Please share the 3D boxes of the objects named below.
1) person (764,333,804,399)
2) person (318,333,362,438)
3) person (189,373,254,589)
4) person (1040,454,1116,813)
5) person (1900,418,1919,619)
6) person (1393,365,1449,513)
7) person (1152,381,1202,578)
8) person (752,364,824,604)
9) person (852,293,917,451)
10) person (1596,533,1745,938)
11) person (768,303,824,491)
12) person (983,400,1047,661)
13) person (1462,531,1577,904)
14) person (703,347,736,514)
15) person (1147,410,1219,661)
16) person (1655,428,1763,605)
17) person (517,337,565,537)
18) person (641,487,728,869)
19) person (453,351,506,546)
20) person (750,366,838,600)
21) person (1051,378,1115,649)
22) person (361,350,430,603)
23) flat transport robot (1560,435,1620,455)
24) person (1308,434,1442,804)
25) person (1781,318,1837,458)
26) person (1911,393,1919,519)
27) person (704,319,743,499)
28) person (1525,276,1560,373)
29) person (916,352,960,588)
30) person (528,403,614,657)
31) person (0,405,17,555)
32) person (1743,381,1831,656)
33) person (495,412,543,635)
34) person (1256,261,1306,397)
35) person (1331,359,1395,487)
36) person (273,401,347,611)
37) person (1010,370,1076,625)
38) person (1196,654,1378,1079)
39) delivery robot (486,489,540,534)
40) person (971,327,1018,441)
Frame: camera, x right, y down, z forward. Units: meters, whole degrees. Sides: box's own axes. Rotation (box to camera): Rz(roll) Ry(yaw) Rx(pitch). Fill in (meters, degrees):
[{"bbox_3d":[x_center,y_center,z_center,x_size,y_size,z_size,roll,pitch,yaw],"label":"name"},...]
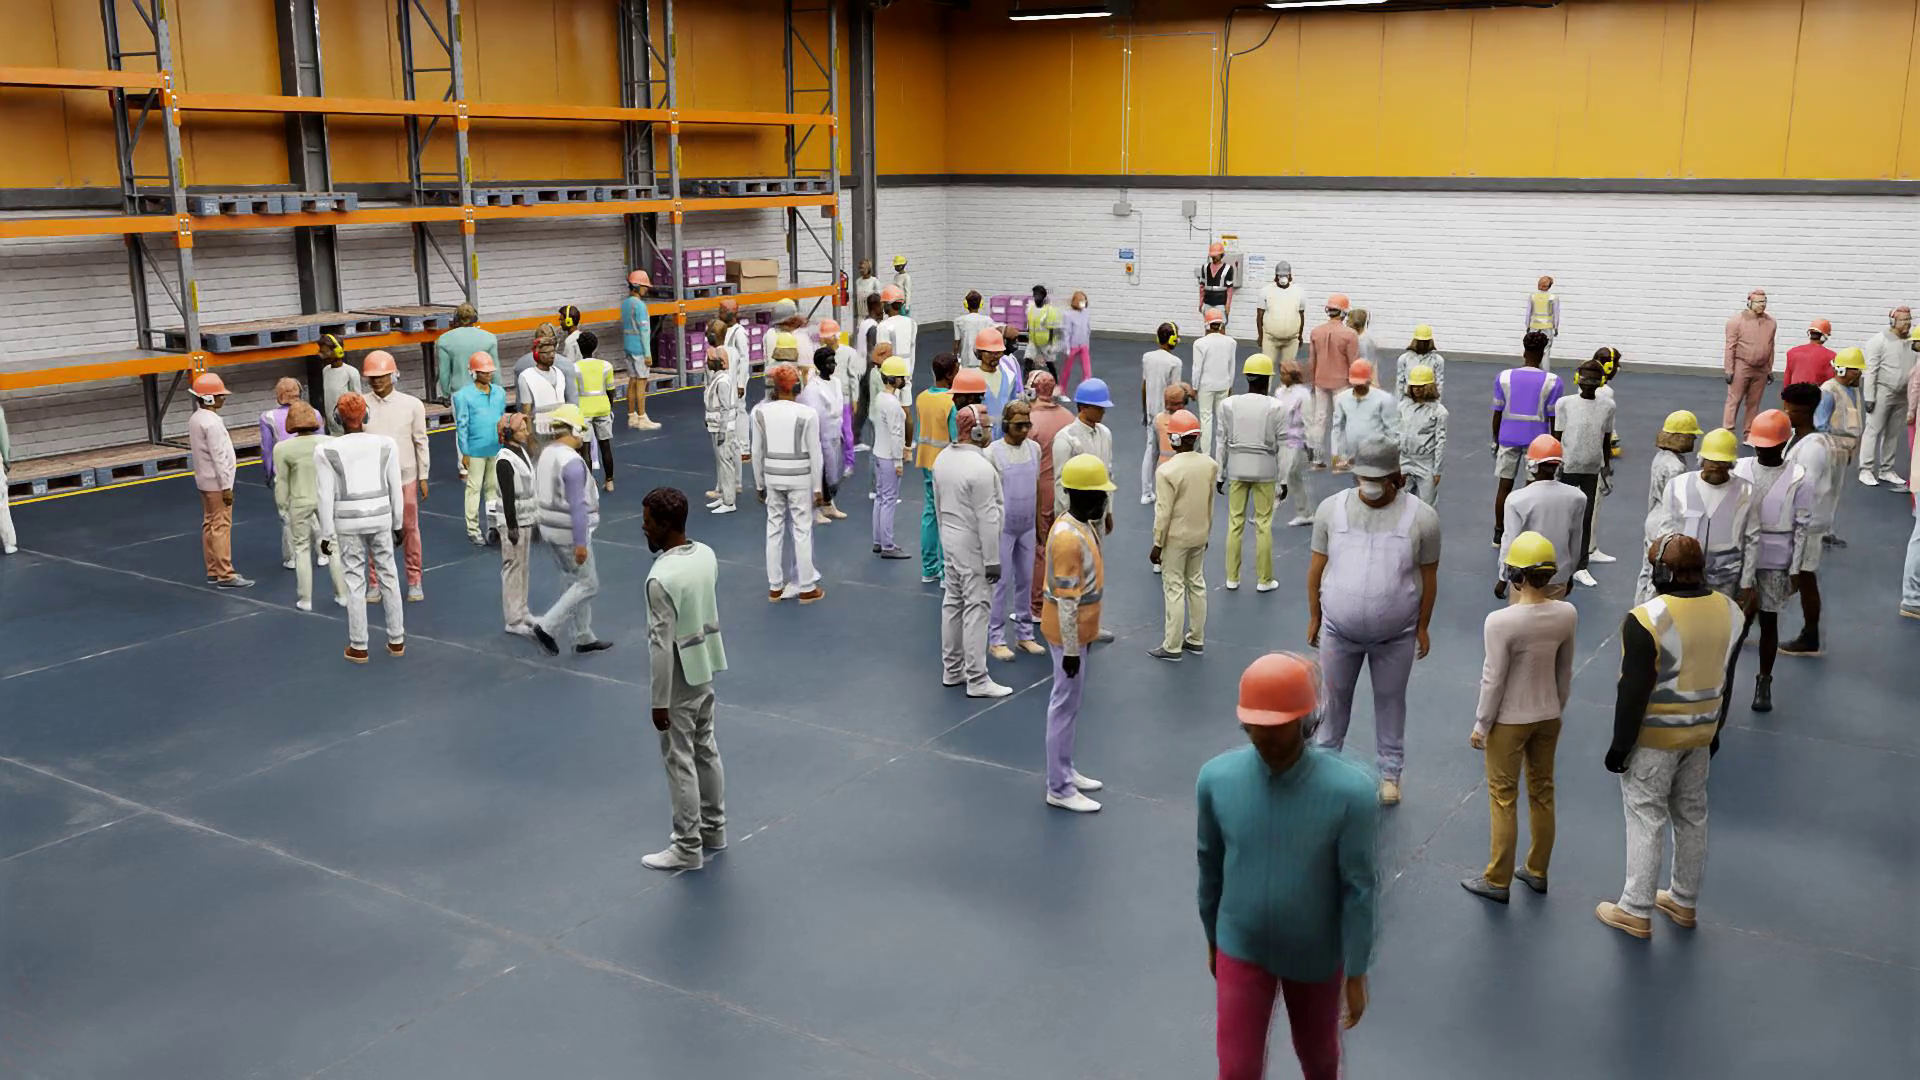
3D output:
[{"bbox_3d":[-1.751,-1.220,16.774,0.488,1.735,0.336,9,16,35],"label":"person"},{"bbox_3d":[-5.778,-1.004,15.552,0.521,1.863,0.333,9,15,33],"label":"person"},{"bbox_3d":[-6.034,-0.482,13.524,0.326,1.752,0.563,-11,17,-39],"label":"person"},{"bbox_3d":[0.630,0.485,8.949,0.387,1.927,0.589,2,13,8],"label":"person"},{"bbox_3d":[7.415,-0.395,12.624,0.381,1.993,0.609,8,15,32],"label":"person"},{"bbox_3d":[3.909,-0.632,14.225,0.329,1.734,0.482,-12,18,-42],"label":"person"},{"bbox_3d":[1.797,-0.498,13.834,0.307,1.645,0.514,-11,17,-40],"label":"person"},{"bbox_3d":[-1.342,-0.432,13.028,0.575,1.881,0.356,4,14,18],"label":"person"},{"bbox_3d":[-0.967,-1.981,19.739,0.827,1.880,0.616,-3,13,-13],"label":"person"},{"bbox_3d":[3.161,0.872,7.469,0.634,1.838,0.429,-5,14,-21],"label":"person"},{"bbox_3d":[-1.767,-1.503,17.326,0.821,2.000,0.710,1,13,2],"label":"person"},{"bbox_3d":[0.369,-0.068,11.563,0.515,1.835,0.359,-9,16,-35],"label":"person"},{"bbox_3d":[2.625,0.830,7.810,0.533,1.768,0.310,-6,14,-23],"label":"person"},{"bbox_3d":[-2.358,-1.083,16.382,0.306,1.640,0.523,-4,13,-15],"label":"person"},{"bbox_3d":[1.535,-0.034,11.582,0.566,1.751,0.329,-11,17,-40],"label":"person"},{"bbox_3d":[4.668,0.197,10.426,0.592,1.826,0.403,6,14,25],"label":"person"},{"bbox_3d":[-3.838,-0.962,15.405,0.390,1.846,0.564,6,14,25],"label":"person"},{"bbox_3d":[-1.356,0.679,8.158,0.396,1.911,0.587,4,13,15],"label":"person"},{"bbox_3d":[-4.294,-0.838,15.069,0.339,1.752,0.564,9,16,33],"label":"person"},{"bbox_3d":[-1.324,-0.501,13.414,0.659,1.853,0.828,5,14,20],"label":"person"},{"bbox_3d":[0.891,-0.188,11.846,0.417,1.940,0.606,11,17,40],"label":"person"},{"bbox_3d":[-4.469,-0.492,13.037,0.612,1.995,0.393,-1,13,-6],"label":"person"},{"bbox_3d":[7.555,-1.247,20.093,0.652,0.197,1.431,4,14,15],"label":"flat transport robot"},{"bbox_3d":[2.200,0.427,8.955,0.688,2.000,0.536,5,14,20],"label":"person"},{"bbox_3d":[9.296,-1.550,18.193,0.354,1.739,0.572,-11,17,-41],"label":"person"},{"bbox_3d":[9.473,-1.053,15.997,0.518,1.756,0.347,3,13,11],"label":"person"},{"bbox_3d":[-2.440,-1.337,17.032,0.325,1.843,0.517,6,14,23],"label":"person"},{"bbox_3d":[9.106,-3.306,26.026,0.523,1.639,0.306,10,16,38],"label":"person"},{"bbox_3d":[-0.143,-0.567,13.535,0.392,1.919,0.591,-9,16,-35],"label":"person"},{"bbox_3d":[-2.755,-0.043,11.553,0.566,1.793,0.622,-9,16,-33],"label":"person"},{"bbox_3d":[-8.553,-0.650,14.500,0.512,1.642,0.312,-9,16,-35],"label":"person"},{"bbox_3d":[5.713,-0.147,11.661,0.823,1.933,0.621,4,14,16],"label":"person"},{"bbox_3d":[-3.256,-0.125,12.229,0.305,1.639,0.522,-1,13,-3],"label":"person"},{"bbox_3d":[4.531,-2.916,23.452,0.689,2.000,0.539,0,13,0],"label":"person"},{"bbox_3d":[3.596,-0.782,14.943,0.575,1.689,0.835,12,18,42],"label":"person"},{"bbox_3d":[-5.013,-0.259,12.850,0.507,1.628,0.278,-8,15,-30],"label":"person"},{"bbox_3d":[0.595,-0.322,12.497,0.402,1.906,0.652,11,17,40],"label":"person"},{"bbox_3d":[1.068,1.279,5.458,0.602,1.955,0.950,5,14,19],"label":"person"},{"bbox_3d":[-3.981,-0.295,15.134,0.477,0.478,0.707,6,14,24],"label":"delivery robot"},{"bbox_3d":[0.250,-0.808,14.304,0.608,2.044,0.372,-8,15,-32],"label":"person"}]
